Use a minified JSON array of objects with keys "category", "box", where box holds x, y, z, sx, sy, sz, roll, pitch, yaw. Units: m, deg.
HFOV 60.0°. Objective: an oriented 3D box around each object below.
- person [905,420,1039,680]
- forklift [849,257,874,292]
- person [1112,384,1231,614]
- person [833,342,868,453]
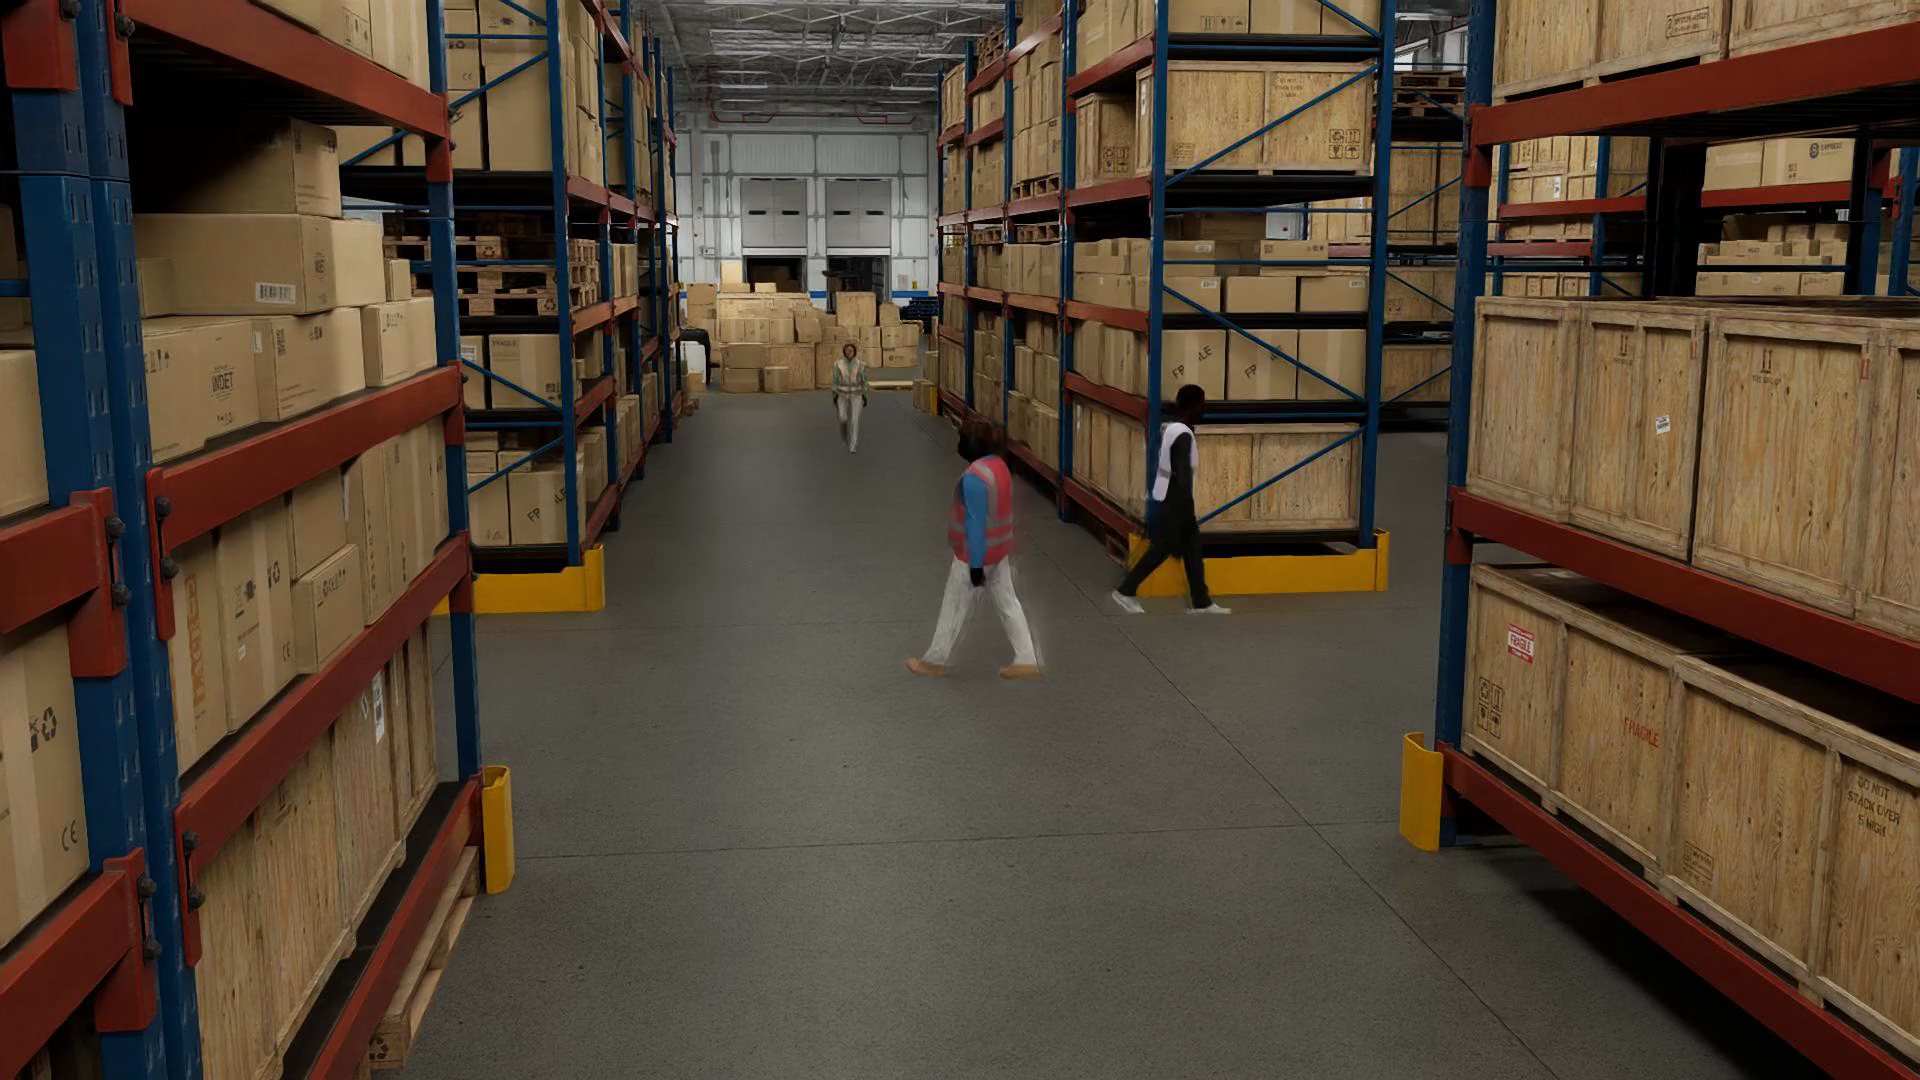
[{"category":"person","box":[0.120,0.076,11.307,0.959,1.793,0.641,4,11,22]},{"category":"forklift","box":[-2.854,-6.885,48.650,1.873,2.768,1.129,-6,12,-32]},{"category":"person","box":[1.687,-0.315,13.335,0.929,1.882,0.604,1,10,6]},{"category":"person","box":[-1.602,-2.079,24.306,0.516,1.628,0.383,0,10,-1]}]
